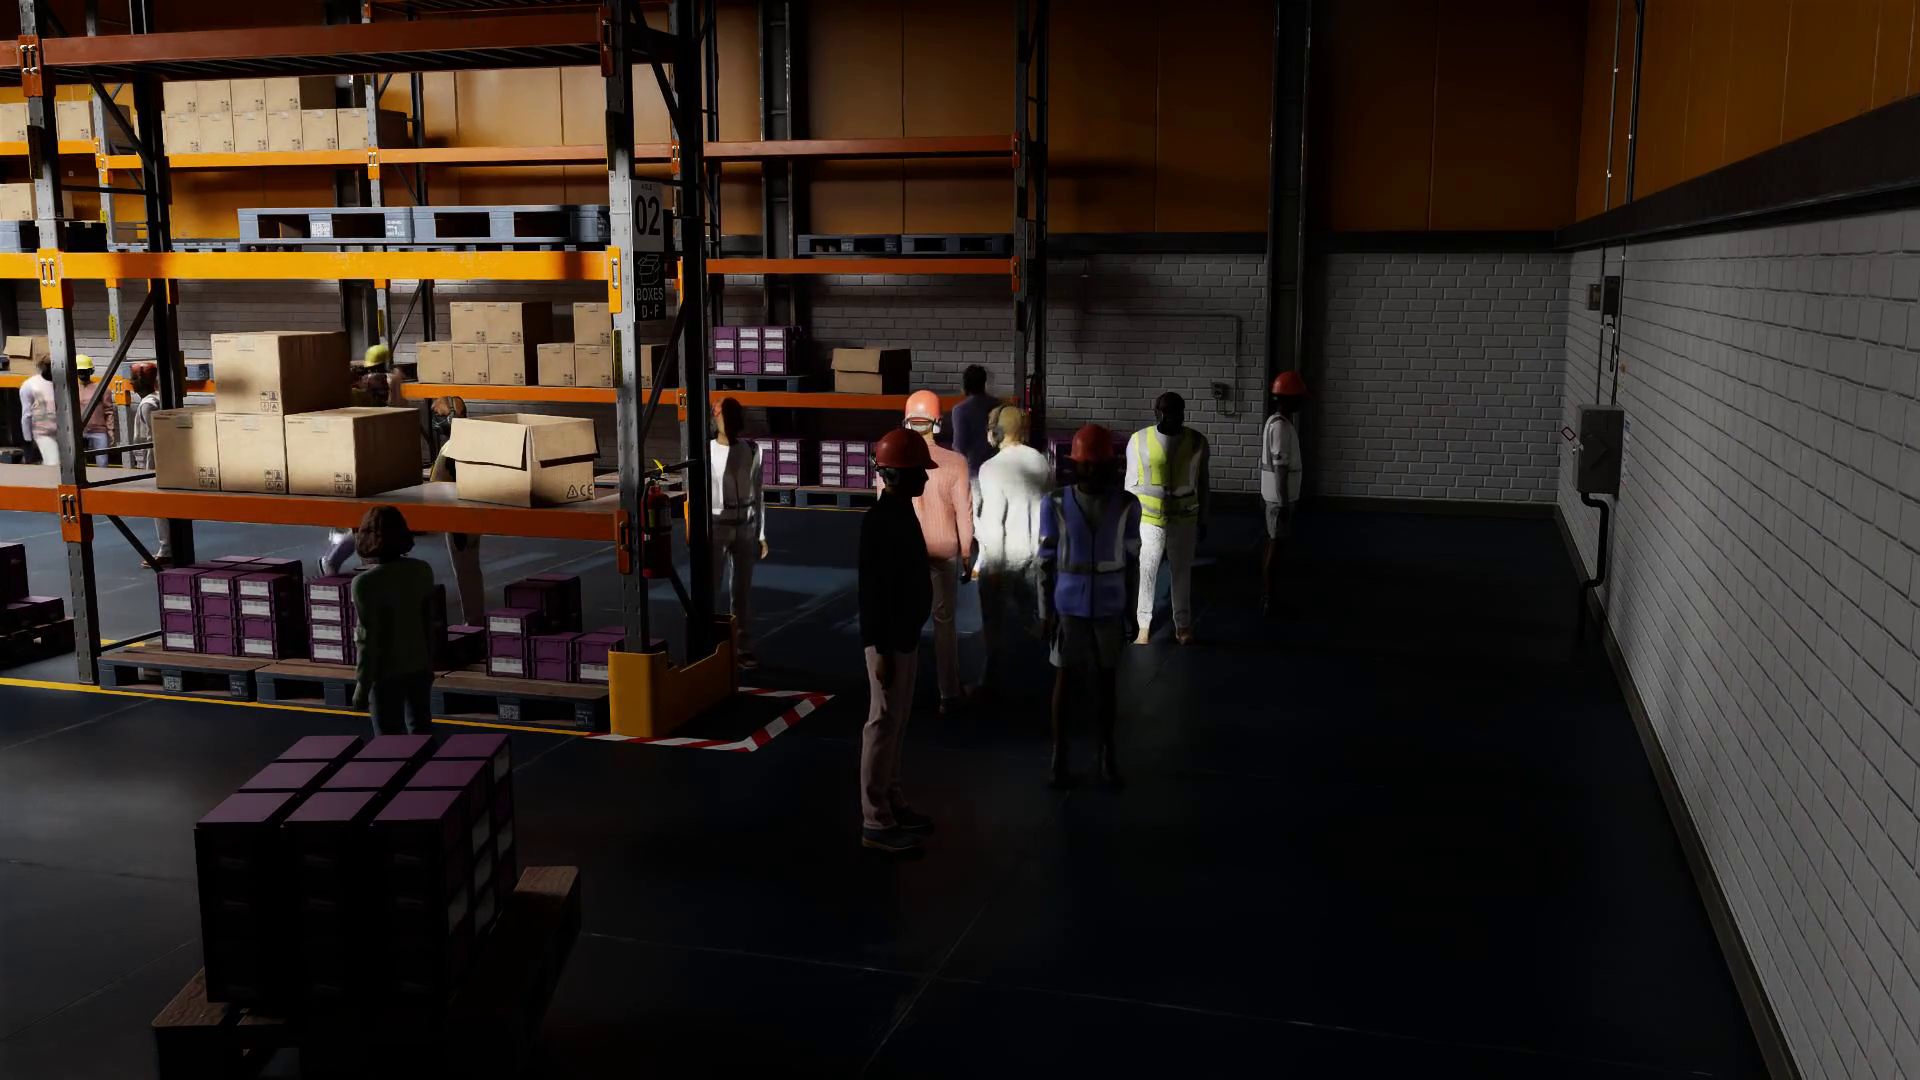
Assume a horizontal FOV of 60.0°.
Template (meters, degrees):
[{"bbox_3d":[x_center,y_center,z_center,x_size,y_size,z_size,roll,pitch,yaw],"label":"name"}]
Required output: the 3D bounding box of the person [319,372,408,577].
[{"bbox_3d":[-4.941,-0.468,13.912,0.830,1.878,0.635,3,10,19],"label":"person"}]

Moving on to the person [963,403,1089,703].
[{"bbox_3d":[0.402,0.107,10.333,0.815,1.913,0.637,8,12,39],"label":"person"}]

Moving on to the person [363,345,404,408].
[{"bbox_3d":[-6.370,-1.271,18.816,0.674,1.876,0.663,-3,10,-19],"label":"person"}]

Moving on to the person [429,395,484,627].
[{"bbox_3d":[-3.597,-0.122,11.946,0.428,1.836,0.626,-2,10,-14],"label":"person"}]

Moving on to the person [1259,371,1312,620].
[{"bbox_3d":[2.543,-0.352,13.022,0.368,1.935,0.552,1,9,7],"label":"person"}]

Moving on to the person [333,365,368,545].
[{"bbox_3d":[-5.846,-0.789,16.103,1.015,1.810,0.490,9,13,44],"label":"person"}]

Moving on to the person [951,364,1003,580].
[{"bbox_3d":[0.234,-0.554,14.333,0.642,1.923,0.608,-9,13,-44],"label":"person"}]

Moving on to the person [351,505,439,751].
[{"bbox_3d":[-2.669,0.645,7.871,0.266,1.631,0.507,4,10,24],"label":"person"}]

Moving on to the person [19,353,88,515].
[{"bbox_3d":[-10.099,-1.182,18.500,0.879,1.813,0.633,6,11,34],"label":"person"}]

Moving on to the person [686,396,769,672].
[{"bbox_3d":[-1.562,-0.026,11.198,0.584,1.882,0.337,-6,11,-34],"label":"person"}]

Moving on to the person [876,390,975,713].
[{"bbox_3d":[-0.209,0.078,10.225,0.612,1.997,0.376,2,9,11],"label":"person"}]

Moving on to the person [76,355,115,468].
[{"bbox_3d":[-9.806,-1.201,18.723,0.533,1.767,0.324,-4,10,-21],"label":"person"}]

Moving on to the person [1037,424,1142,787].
[{"bbox_3d":[0.681,0.353,8.733,0.551,1.932,0.378,0,9,-1],"label":"person"}]

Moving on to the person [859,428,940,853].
[{"bbox_3d":[-0.287,0.462,7.886,0.397,1.992,0.621,2,9,10],"label":"person"}]

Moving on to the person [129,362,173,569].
[{"bbox_3d":[-7.357,-0.682,15.195,0.337,1.882,0.584,-3,10,-17],"label":"person"}]

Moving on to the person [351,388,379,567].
[{"bbox_3d":[-4.600,-0.262,12.823,0.403,1.823,0.586,-2,9,-11],"label":"person"}]

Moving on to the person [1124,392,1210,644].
[{"bbox_3d":[1.504,-0.153,12.099,0.632,1.844,0.429,0,9,0],"label":"person"}]
